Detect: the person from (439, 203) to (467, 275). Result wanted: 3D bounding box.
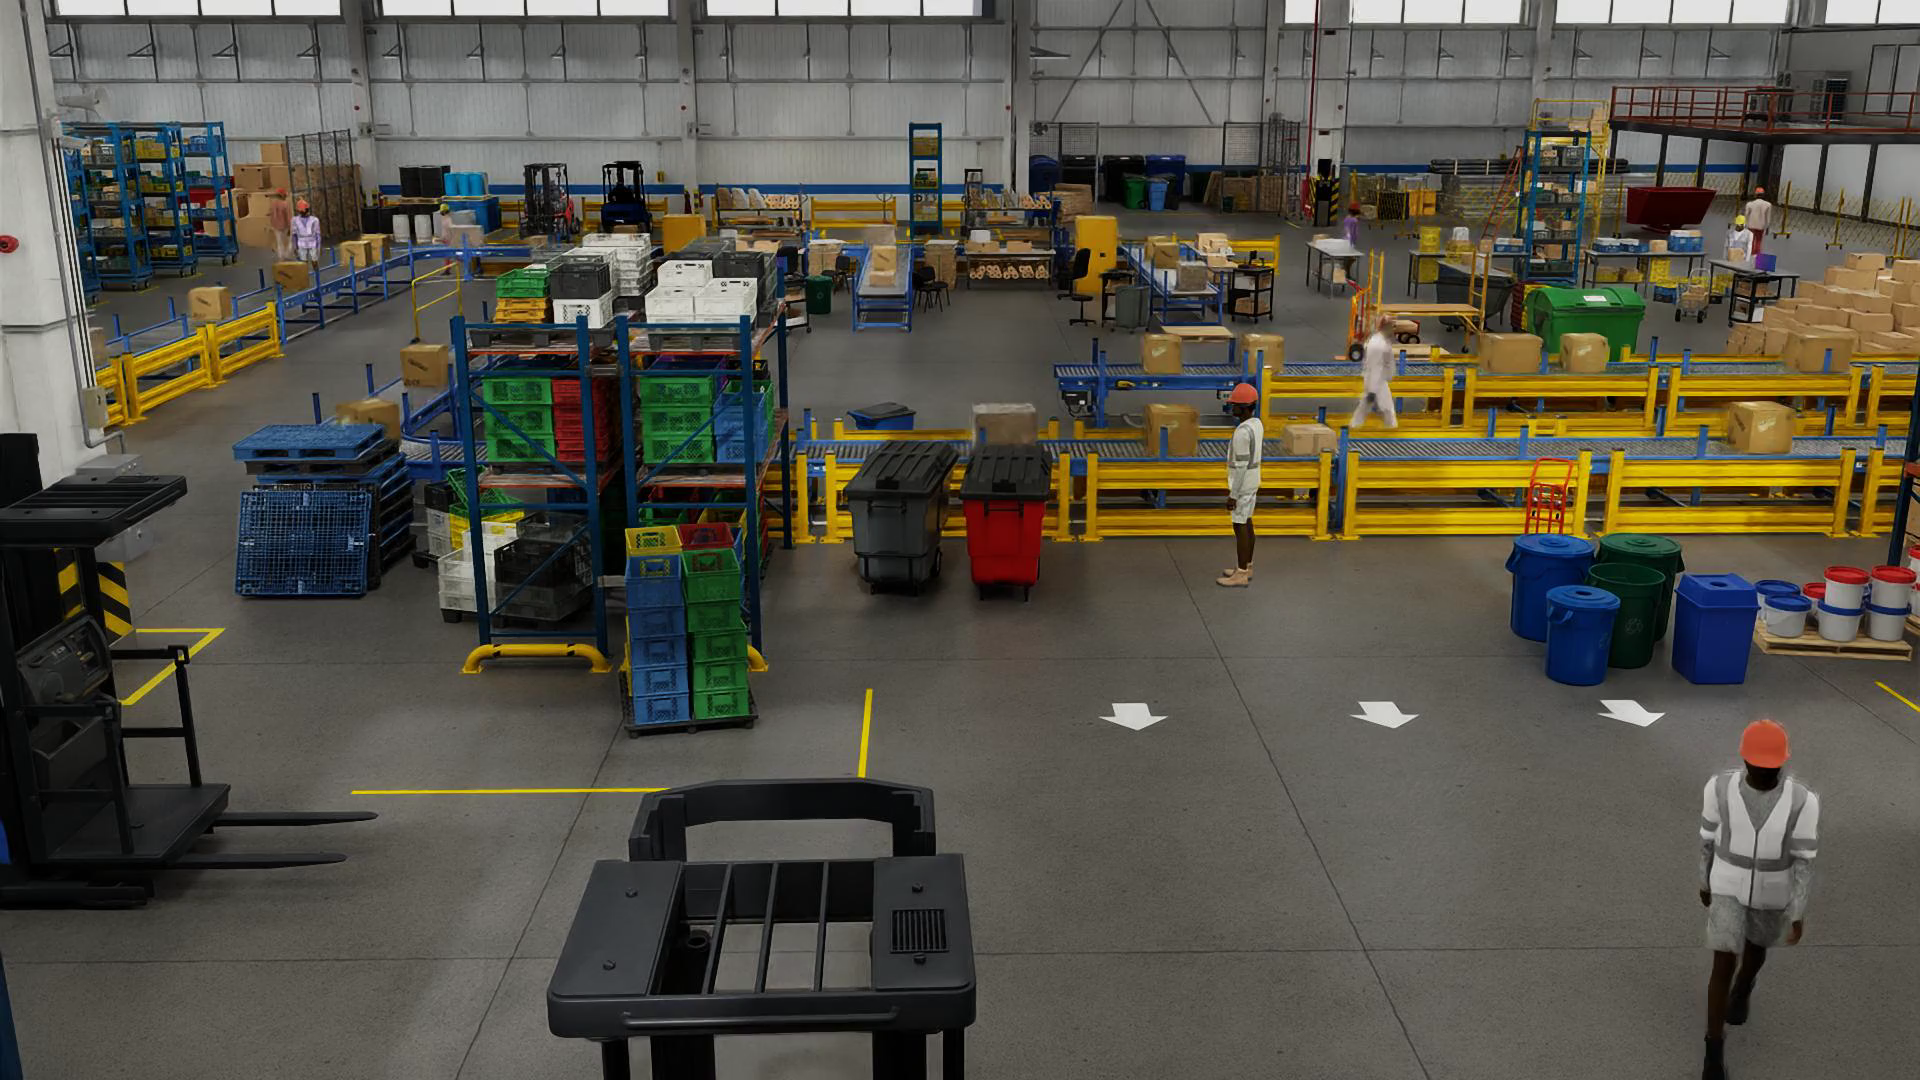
[{"bbox_3d":[-12.470,-7.371,40.711,0.681,1.744,0.532,-9,18,-29],"label":"person"}]

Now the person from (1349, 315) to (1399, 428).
[{"bbox_3d":[5.614,-2.062,22.073,1.010,1.847,0.664,1,16,5],"label":"person"}]

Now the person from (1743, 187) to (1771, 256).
[{"bbox_3d":[20.425,-8.059,42.717,0.642,1.952,0.933,5,17,18],"label":"person"}]

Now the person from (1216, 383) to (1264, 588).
[{"bbox_3d":[2.773,-0.538,16.436,0.370,2.044,0.608,7,17,22],"label":"person"}]

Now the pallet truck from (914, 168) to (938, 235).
[{"bbox_3d":[-0.989,-10.316,50.507,0.823,1.965,1.885,1,16,3],"label":"pallet truck"}]

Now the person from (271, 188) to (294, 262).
[{"bbox_3d":[-17.266,-7.975,42.416,0.634,1.977,0.480,5,17,17],"label":"person"}]

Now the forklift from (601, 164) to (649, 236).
[{"bbox_3d":[-9.948,-10.127,49.296,1.157,1.987,2.680,-1,16,-3],"label":"forklift"}]

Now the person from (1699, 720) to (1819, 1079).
[{"bbox_3d":[4.098,1.793,8.628,0.545,1.895,1.004,7,18,24],"label":"person"}]

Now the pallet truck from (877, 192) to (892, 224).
[{"bbox_3d":[-2.277,-9.986,50.594,0.653,1.274,1.630,0,16,-1],"label":"pallet truck"}]

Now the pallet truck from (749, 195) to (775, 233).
[{"bbox_3d":[-6.051,-9.967,50.660,0.680,1.201,1.601,0,16,-1],"label":"pallet truck"}]

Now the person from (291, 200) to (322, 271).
[{"bbox_3d":[-14.862,-6.701,37.860,0.614,2.040,0.391,-5,17,-15],"label":"person"}]

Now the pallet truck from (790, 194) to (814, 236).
[{"bbox_3d":[-4.814,-9.883,50.259,0.704,1.261,1.522,-1,16,-3],"label":"pallet truck"}]

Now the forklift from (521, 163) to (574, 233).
[{"bbox_3d":[-12.233,-10.122,49.298,1.157,1.987,2.680,0,16,-1],"label":"forklift"}]

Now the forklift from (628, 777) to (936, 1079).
[{"bbox_3d":[-0.542,2.165,5.552,1.129,2.768,1.873,-1,16,-2],"label":"forklift"}]

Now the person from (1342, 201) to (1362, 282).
[{"bbox_3d":[9.211,-7.015,39.173,0.432,1.917,0.567,8,18,27],"label":"person"}]

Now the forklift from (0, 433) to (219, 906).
[{"bbox_3d":[-5.952,0.780,10.366,1.873,2.768,1.129,0,16,-1],"label":"forklift"}]

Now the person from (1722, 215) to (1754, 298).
[{"bbox_3d":[17.077,-6.219,36.583,0.595,1.824,0.404,15,22,42],"label":"person"}]

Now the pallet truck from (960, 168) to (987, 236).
[{"bbox_3d":[0.383,-10.230,50.206,0.823,1.965,1.885,-1,16,-3],"label":"pallet truck"}]
